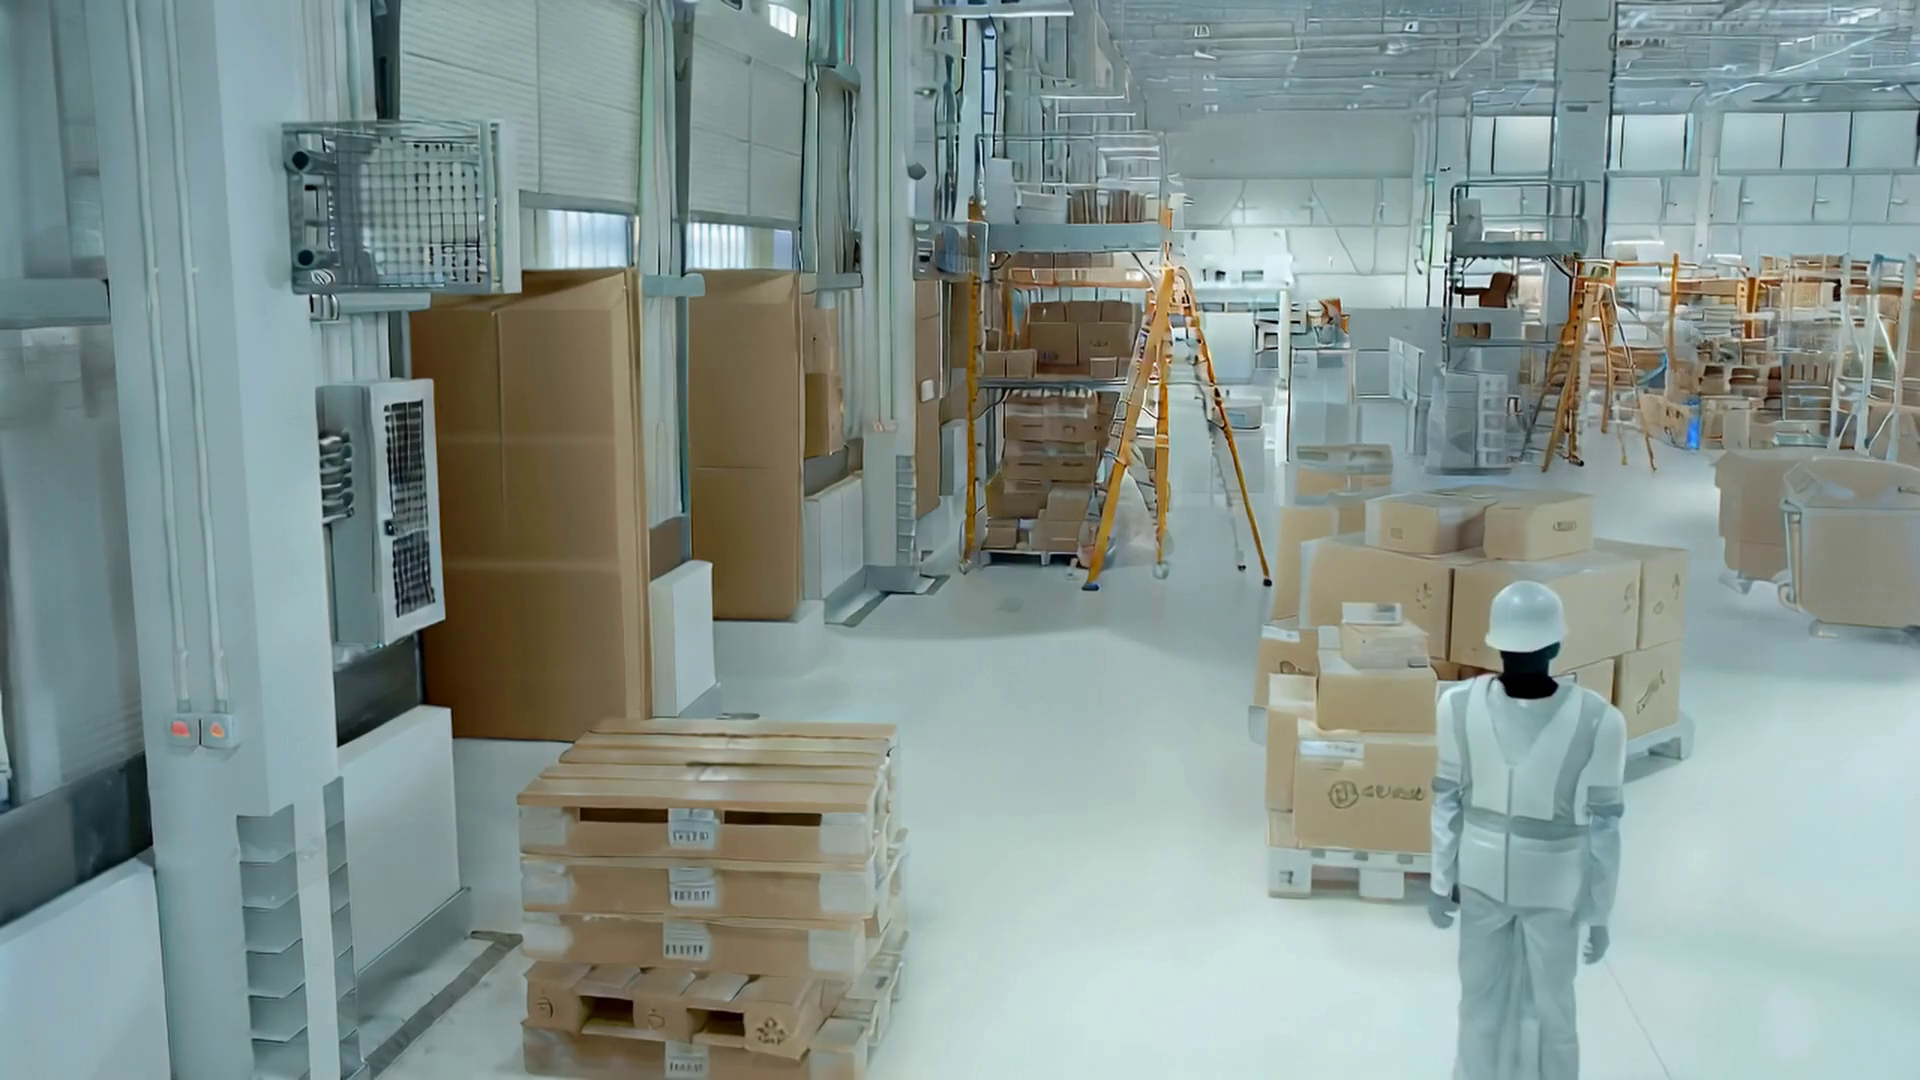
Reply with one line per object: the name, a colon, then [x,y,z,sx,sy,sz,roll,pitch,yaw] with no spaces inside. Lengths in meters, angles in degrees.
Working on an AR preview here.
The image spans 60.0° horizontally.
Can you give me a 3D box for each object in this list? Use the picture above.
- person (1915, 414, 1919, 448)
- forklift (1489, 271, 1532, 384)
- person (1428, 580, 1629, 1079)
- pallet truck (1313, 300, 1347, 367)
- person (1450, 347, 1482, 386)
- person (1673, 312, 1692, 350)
person: [15.577,-2.335,26.686,0.320,1.739,0.485,6,11,32]
forklift: [13.422,-5.322,41.591,1.873,2.768,1.129,1,9,9]
person: [1.734,1.065,5.166,0.588,1.919,0.396,7,12,37]
pallet truck: [11.159,-6.200,49.718,0.823,1.965,1.885,4,10,26]
person: [8.892,-2.846,29.382,0.565,1.883,0.989,-3,10,-17]
person: [20.705,-5.715,47.768,0.548,1.667,0.840,6,11,35]
